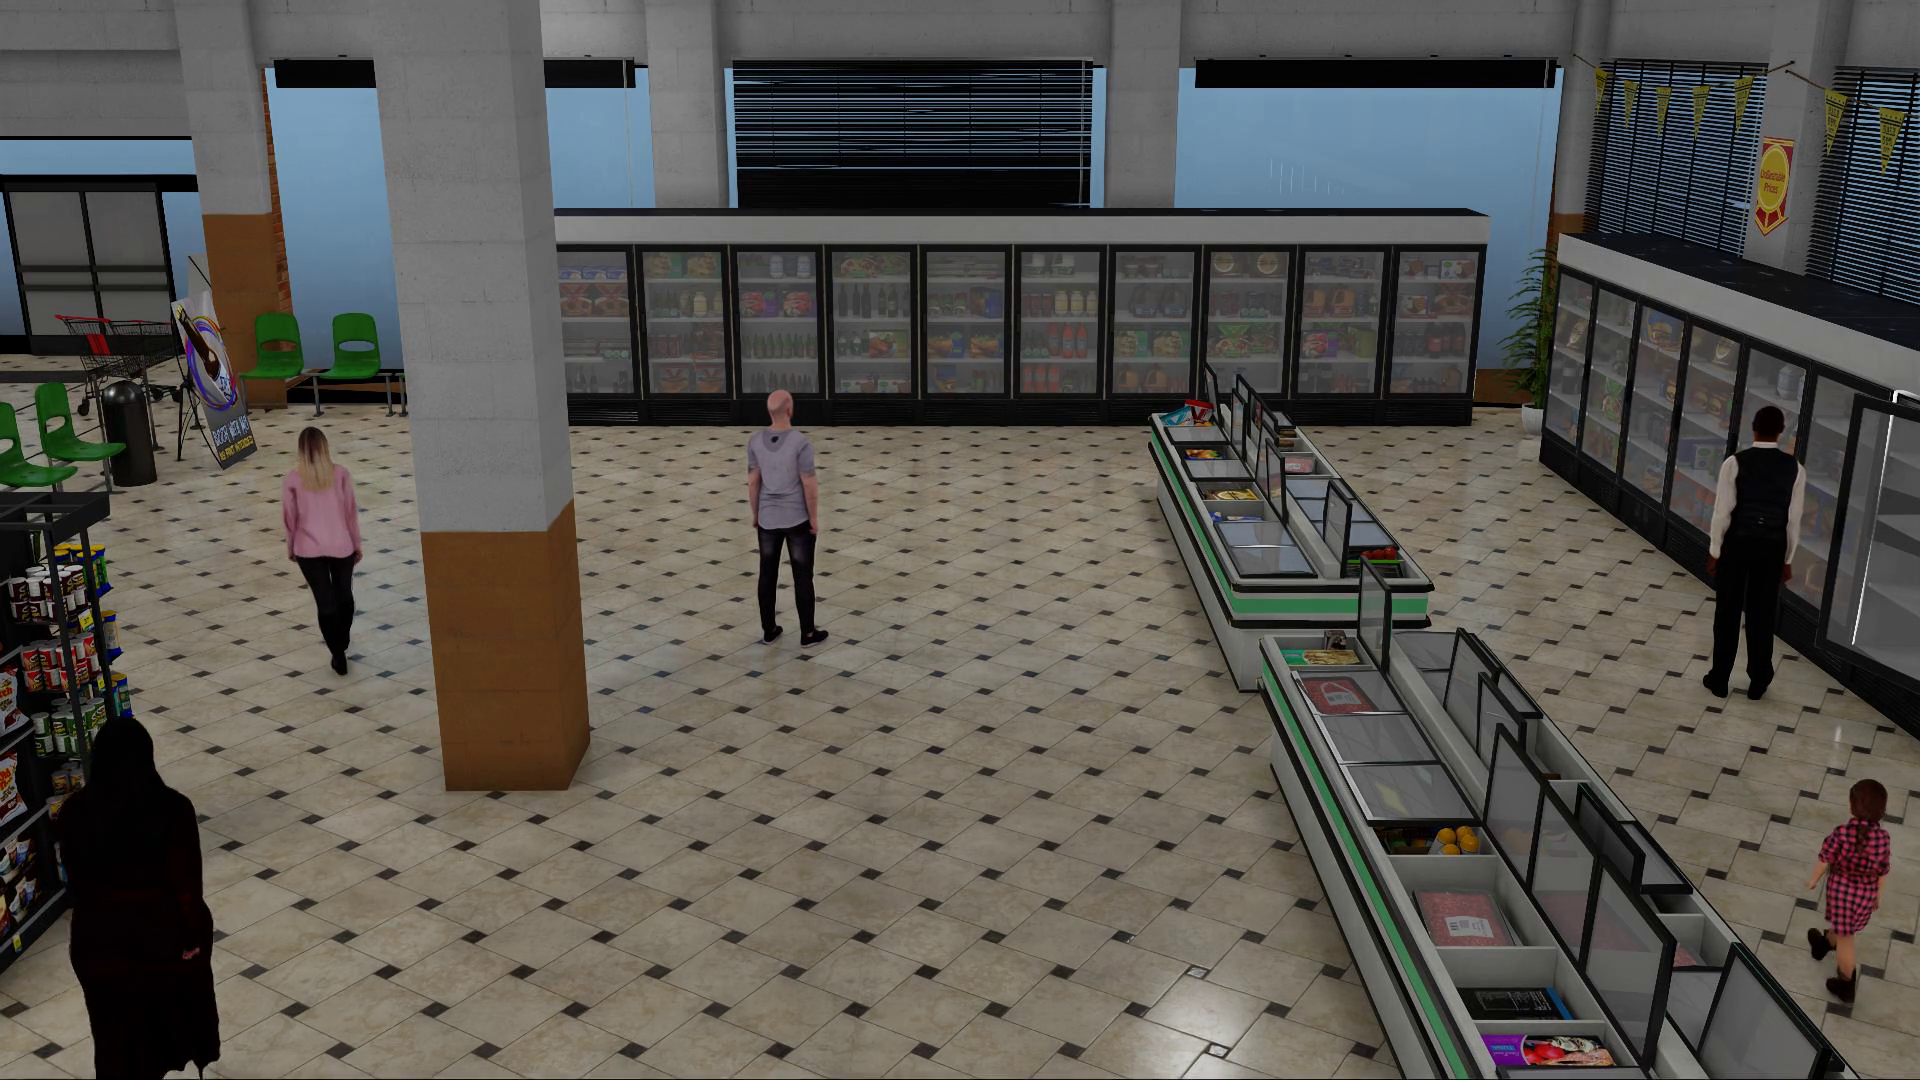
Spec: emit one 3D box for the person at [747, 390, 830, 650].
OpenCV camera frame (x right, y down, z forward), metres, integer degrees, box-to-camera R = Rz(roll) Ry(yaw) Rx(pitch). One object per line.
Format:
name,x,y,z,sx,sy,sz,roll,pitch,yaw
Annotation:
person,-1.229,-0.154,11.638,0.740,1.838,0.713,6,18,19

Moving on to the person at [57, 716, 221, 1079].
person,-3.110,1.568,6.257,0.844,1.670,1.149,-4,17,-14

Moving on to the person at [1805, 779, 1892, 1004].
person,3.971,1.572,7.395,0.459,1.001,0.724,1,17,3

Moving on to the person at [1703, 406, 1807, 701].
person,5.107,0.081,10.730,0.754,1.916,0.689,5,18,15

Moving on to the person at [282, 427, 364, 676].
person,-4.229,0.096,11.114,0.882,1.664,1.044,-9,19,-26
